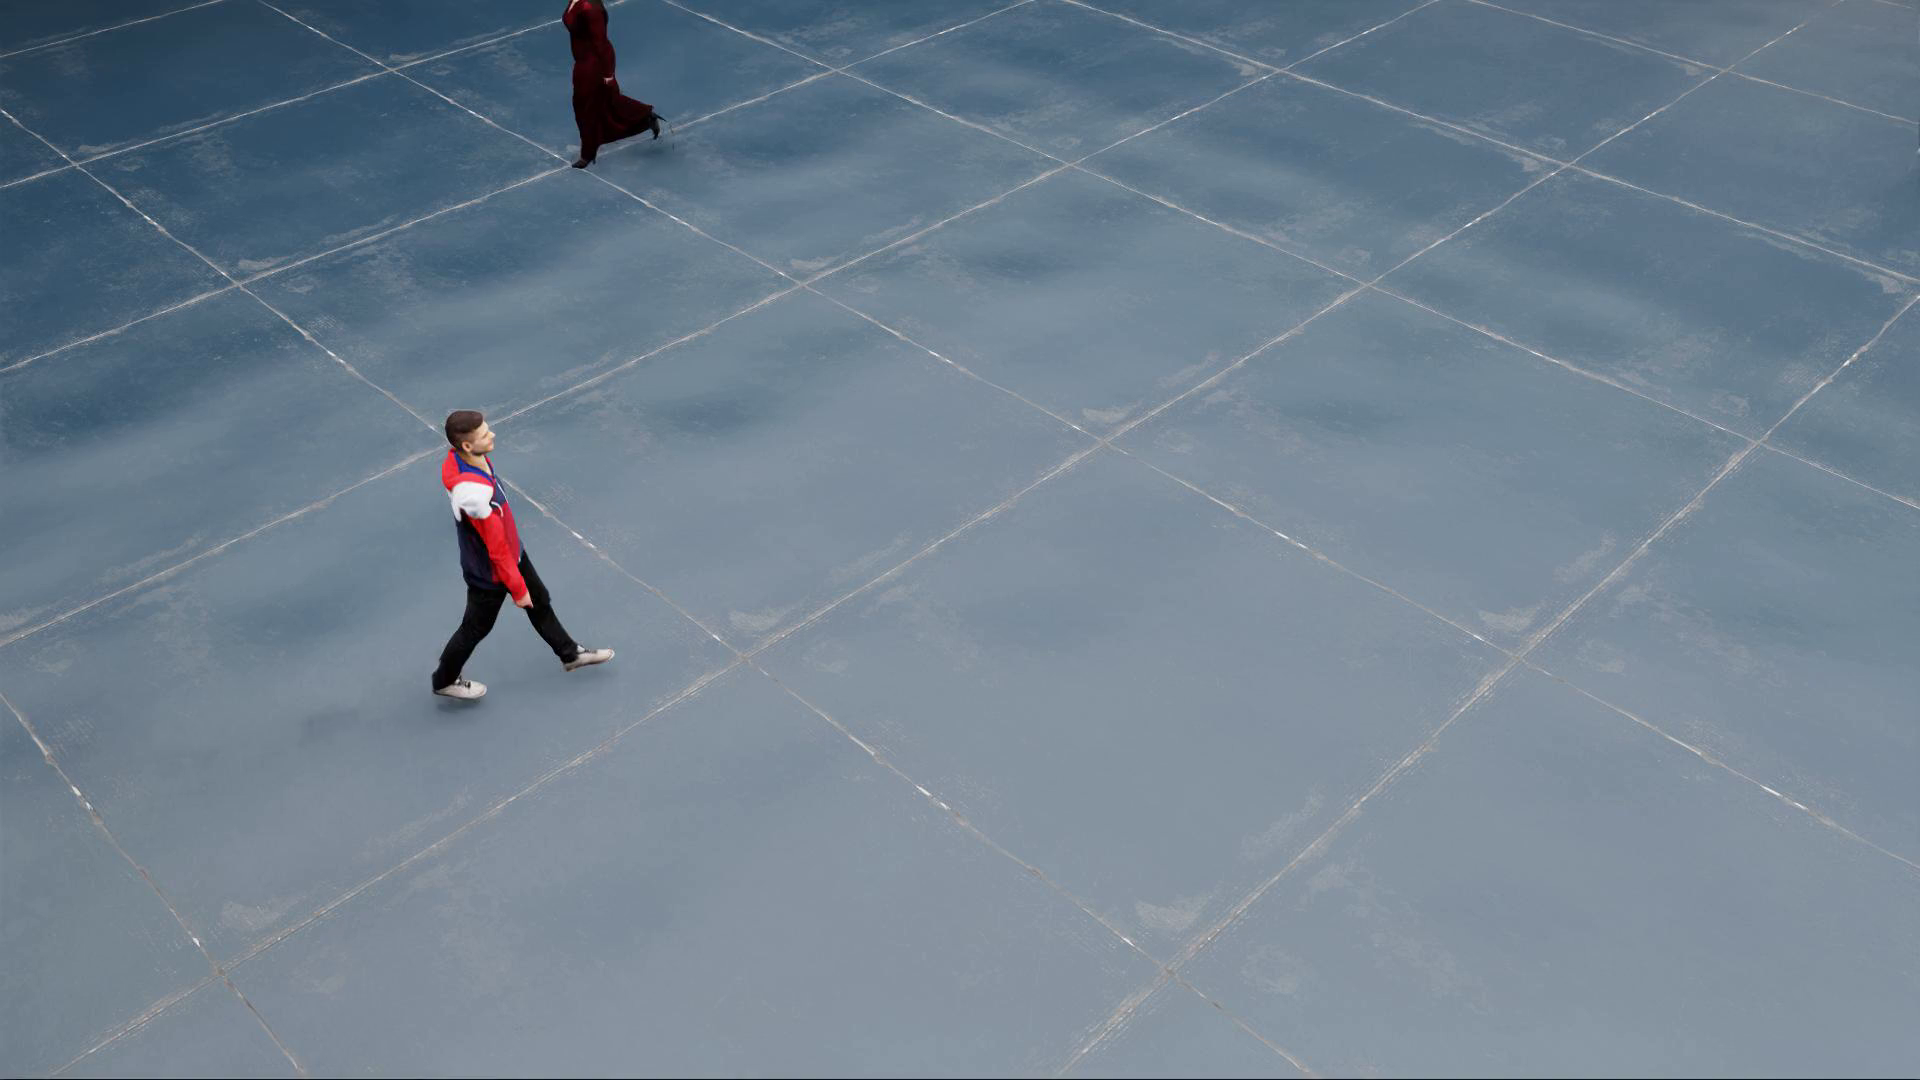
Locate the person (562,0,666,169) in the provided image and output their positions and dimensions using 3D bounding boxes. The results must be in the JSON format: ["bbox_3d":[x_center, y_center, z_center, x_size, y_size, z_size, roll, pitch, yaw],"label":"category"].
[{"bbox_3d":[-2.902,-3.925,13.703,1.185,1.726,0.953,-12,39,-15],"label":"person"}]

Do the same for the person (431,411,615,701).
[{"bbox_3d":[-2.443,0.145,8.364,1.275,1.708,1.048,-9,38,-12],"label":"person"}]
